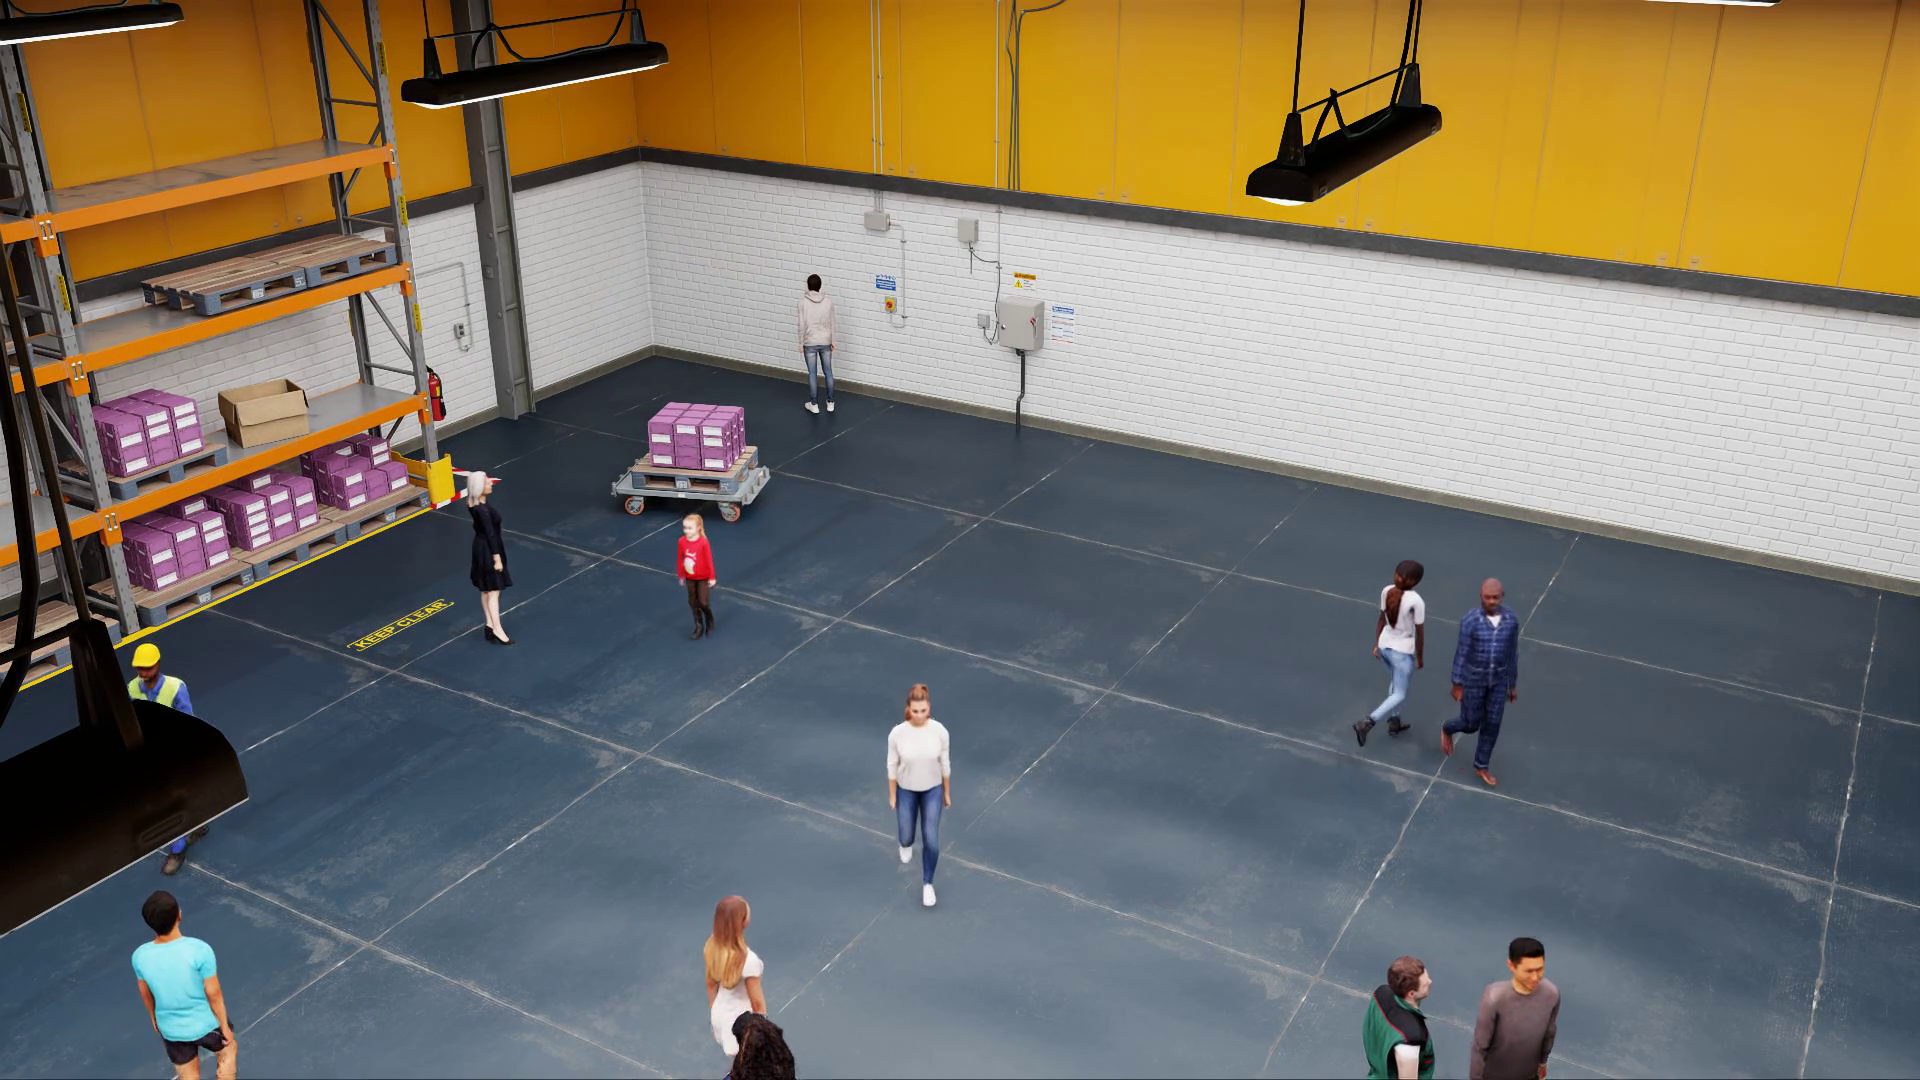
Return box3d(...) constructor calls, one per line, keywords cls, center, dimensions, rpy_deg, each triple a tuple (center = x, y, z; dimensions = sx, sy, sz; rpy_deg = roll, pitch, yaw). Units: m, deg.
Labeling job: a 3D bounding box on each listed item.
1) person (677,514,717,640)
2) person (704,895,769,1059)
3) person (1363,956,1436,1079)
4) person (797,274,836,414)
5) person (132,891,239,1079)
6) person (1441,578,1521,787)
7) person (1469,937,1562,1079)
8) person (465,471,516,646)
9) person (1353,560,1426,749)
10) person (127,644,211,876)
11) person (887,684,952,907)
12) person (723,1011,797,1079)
box3d(cls="person", center=(-2.506, 0.330, 16.022), dimensions=(0.563, 1.275, 0.579), rpy_deg=(6, 24, 13))
box3d(cls="person", center=(-1.357, 2.866, 9.721), dimensions=(1.077, 1.673, 0.753), rpy_deg=(-22, 32, -40))
box3d(cls="person", center=(2.390, 3.039, 9.113), dimensions=(0.804, 1.843, 0.735), rpy_deg=(-5, 24, -11))
box3d(cls="person", center=(-1.890, -2.606, 22.015), dimensions=(0.742, 1.852, 0.818), rpy_deg=(-8, 25, -18))
box3d(cls="person", center=(-4.474, 2.869, 9.607), dimensions=(0.771, 1.759, 0.814), rpy_deg=(-2, 24, -5))
box3d(cls="person", center=(4.237, 1.101, 13.600), dimensions=(0.981, 1.800, 1.053), rpy_deg=(-5, 24, -12))
box3d(cls="person", center=(3.076, 2.958, 9.442), dimensions=(1.221, 1.728, 1.066), rpy_deg=(11, 26, 23))
box3d(cls="person", center=(-4.477, 0.162, 15.815), dimensions=(0.716, 1.747, 0.693), rpy_deg=(-13, 27, -28))
box3d(cls="person", center=(3.630, 0.983, 13.998), dimensions=(1.095, 1.698, 0.866), rpy_deg=(-16, 28, -32))
box3d(cls="person", center=(-5.946, 1.547, 12.596), dimensions=(0.848, 1.787, 1.007), rpy_deg=(6, 24, 13))
box3d(cls="person", center=(-0.299, 1.805, 12.109), dimensions=(0.884, 1.705, 0.990), rpy_deg=(-2, 24, -5))
box3d(cls="person", center=(-1.038, 3.252, 8.913), dimensions=(0.820, 1.614, 0.862), rpy_deg=(-11, 26, -24))
